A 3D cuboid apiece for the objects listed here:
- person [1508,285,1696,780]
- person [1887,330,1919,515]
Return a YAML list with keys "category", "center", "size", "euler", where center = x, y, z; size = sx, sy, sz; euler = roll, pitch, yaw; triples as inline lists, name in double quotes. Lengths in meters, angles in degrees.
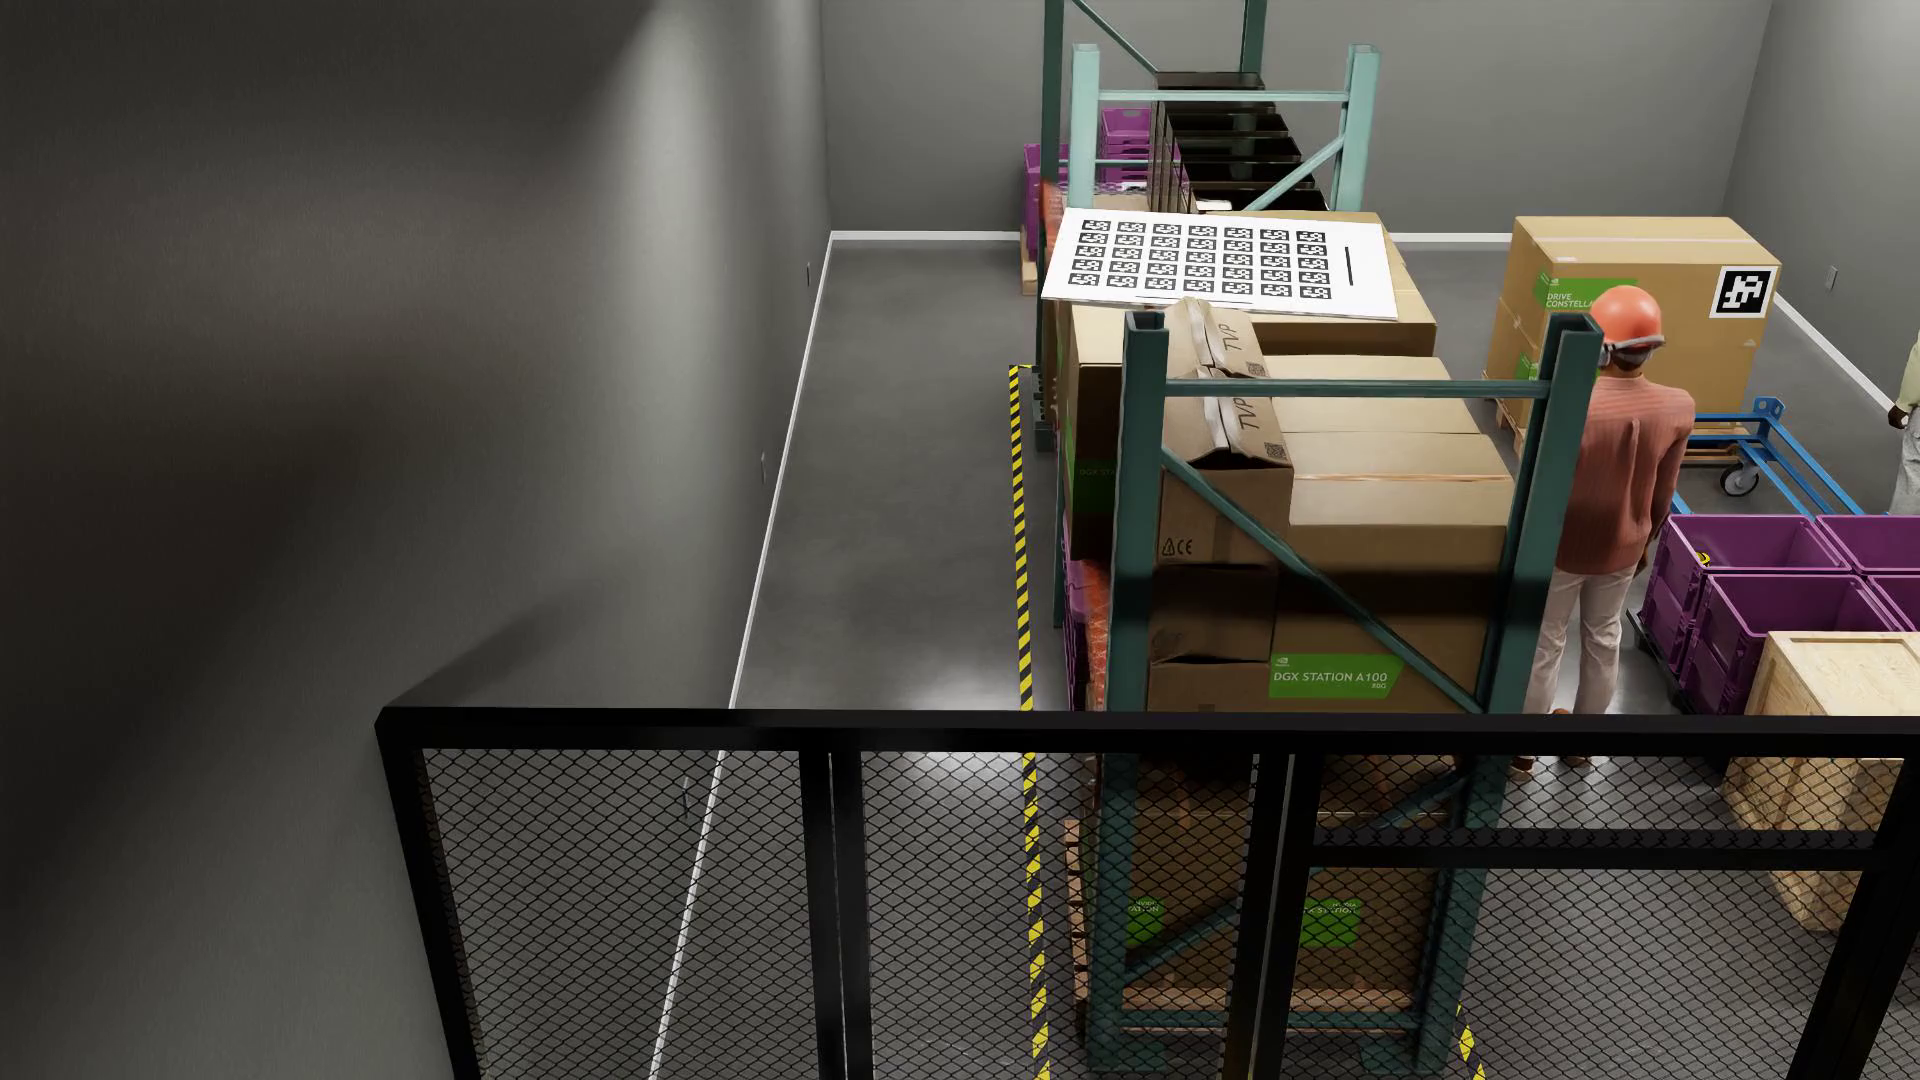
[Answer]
- category: "person"
  center: [2.301, 0.008, 6.149]
  size: [0.609, 1.994, 0.383]
  euler: [-7, 32, -11]
- category: "person"
  center: [4.452, -0.643, 7.384]
  size: [0.590, 1.833, 0.404]
  euler: [2, 31, 3]
